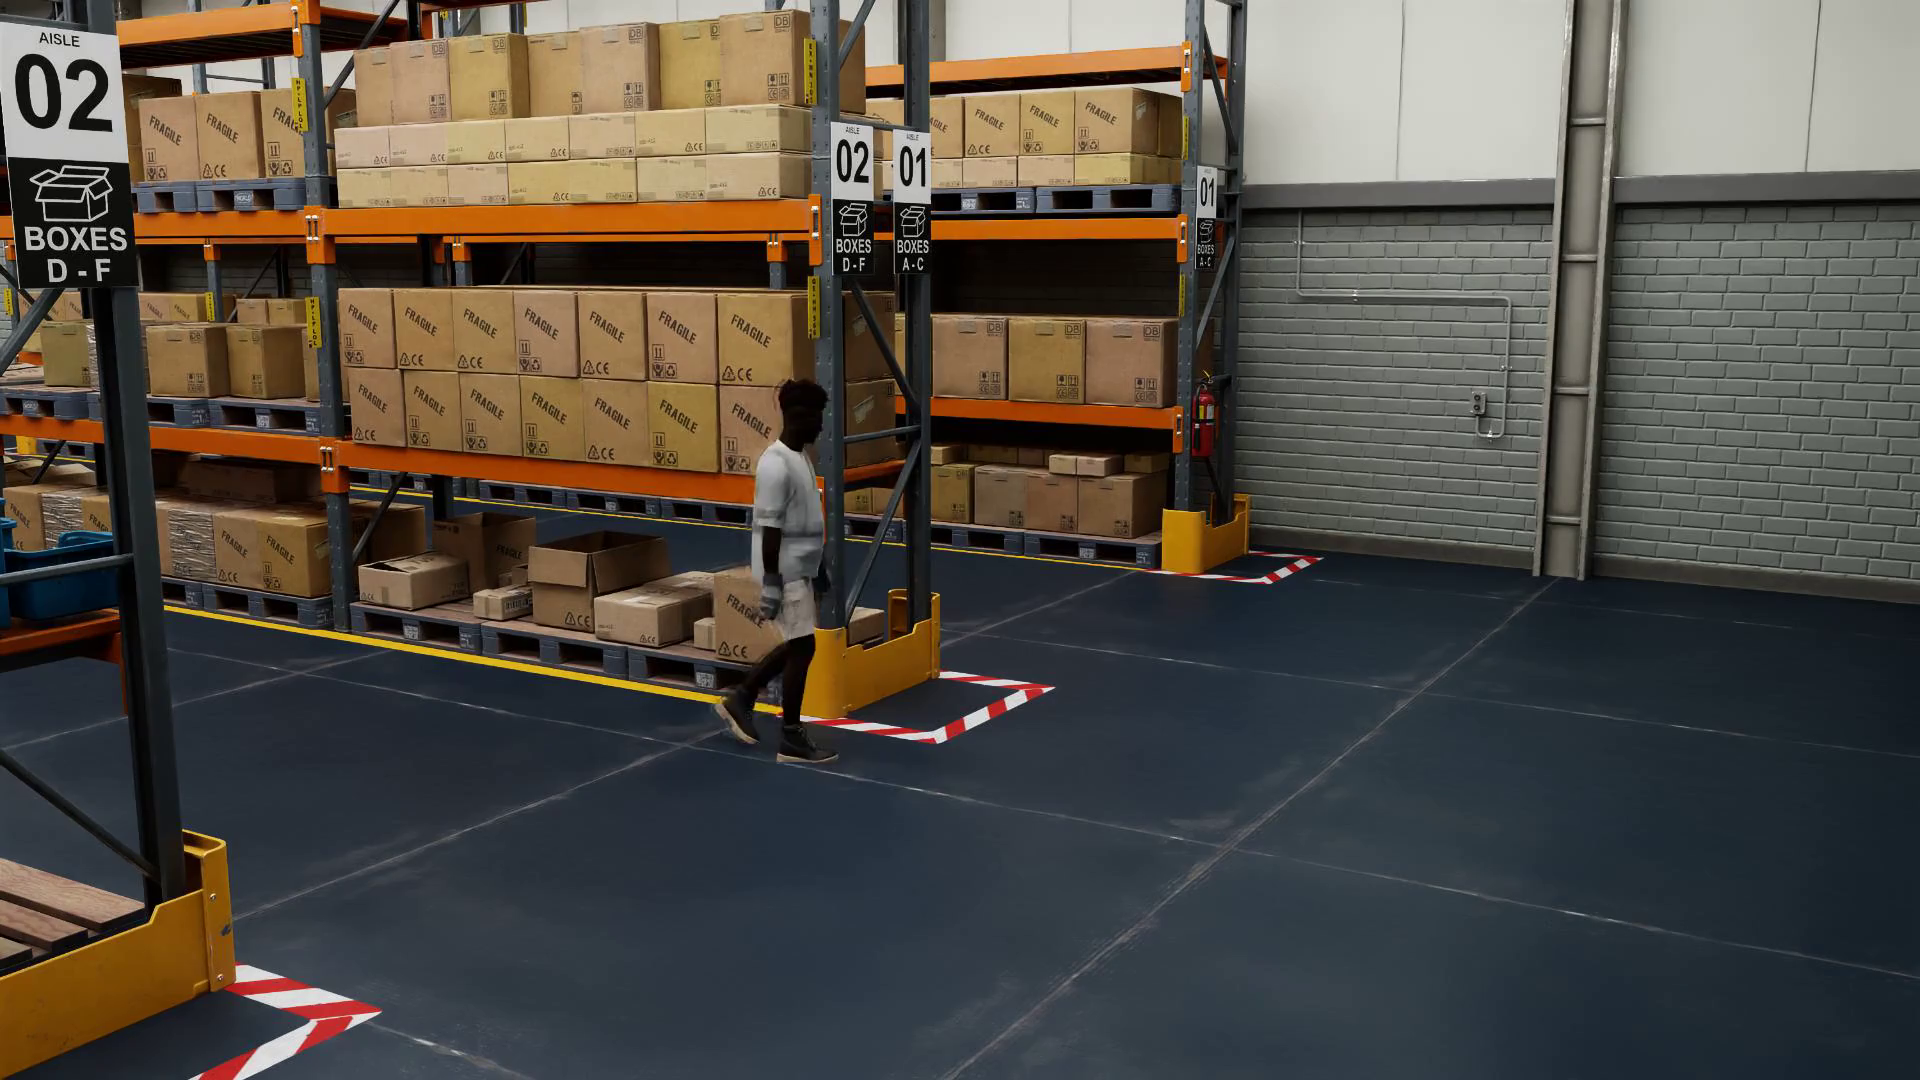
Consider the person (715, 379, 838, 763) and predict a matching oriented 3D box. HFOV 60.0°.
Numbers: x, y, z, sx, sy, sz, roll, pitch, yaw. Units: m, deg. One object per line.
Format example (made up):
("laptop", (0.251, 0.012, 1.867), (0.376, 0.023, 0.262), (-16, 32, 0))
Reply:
("person", (-0.948, 0.148, 8.436), (0.692, 1.929, 0.659), (1, 10, 7))
